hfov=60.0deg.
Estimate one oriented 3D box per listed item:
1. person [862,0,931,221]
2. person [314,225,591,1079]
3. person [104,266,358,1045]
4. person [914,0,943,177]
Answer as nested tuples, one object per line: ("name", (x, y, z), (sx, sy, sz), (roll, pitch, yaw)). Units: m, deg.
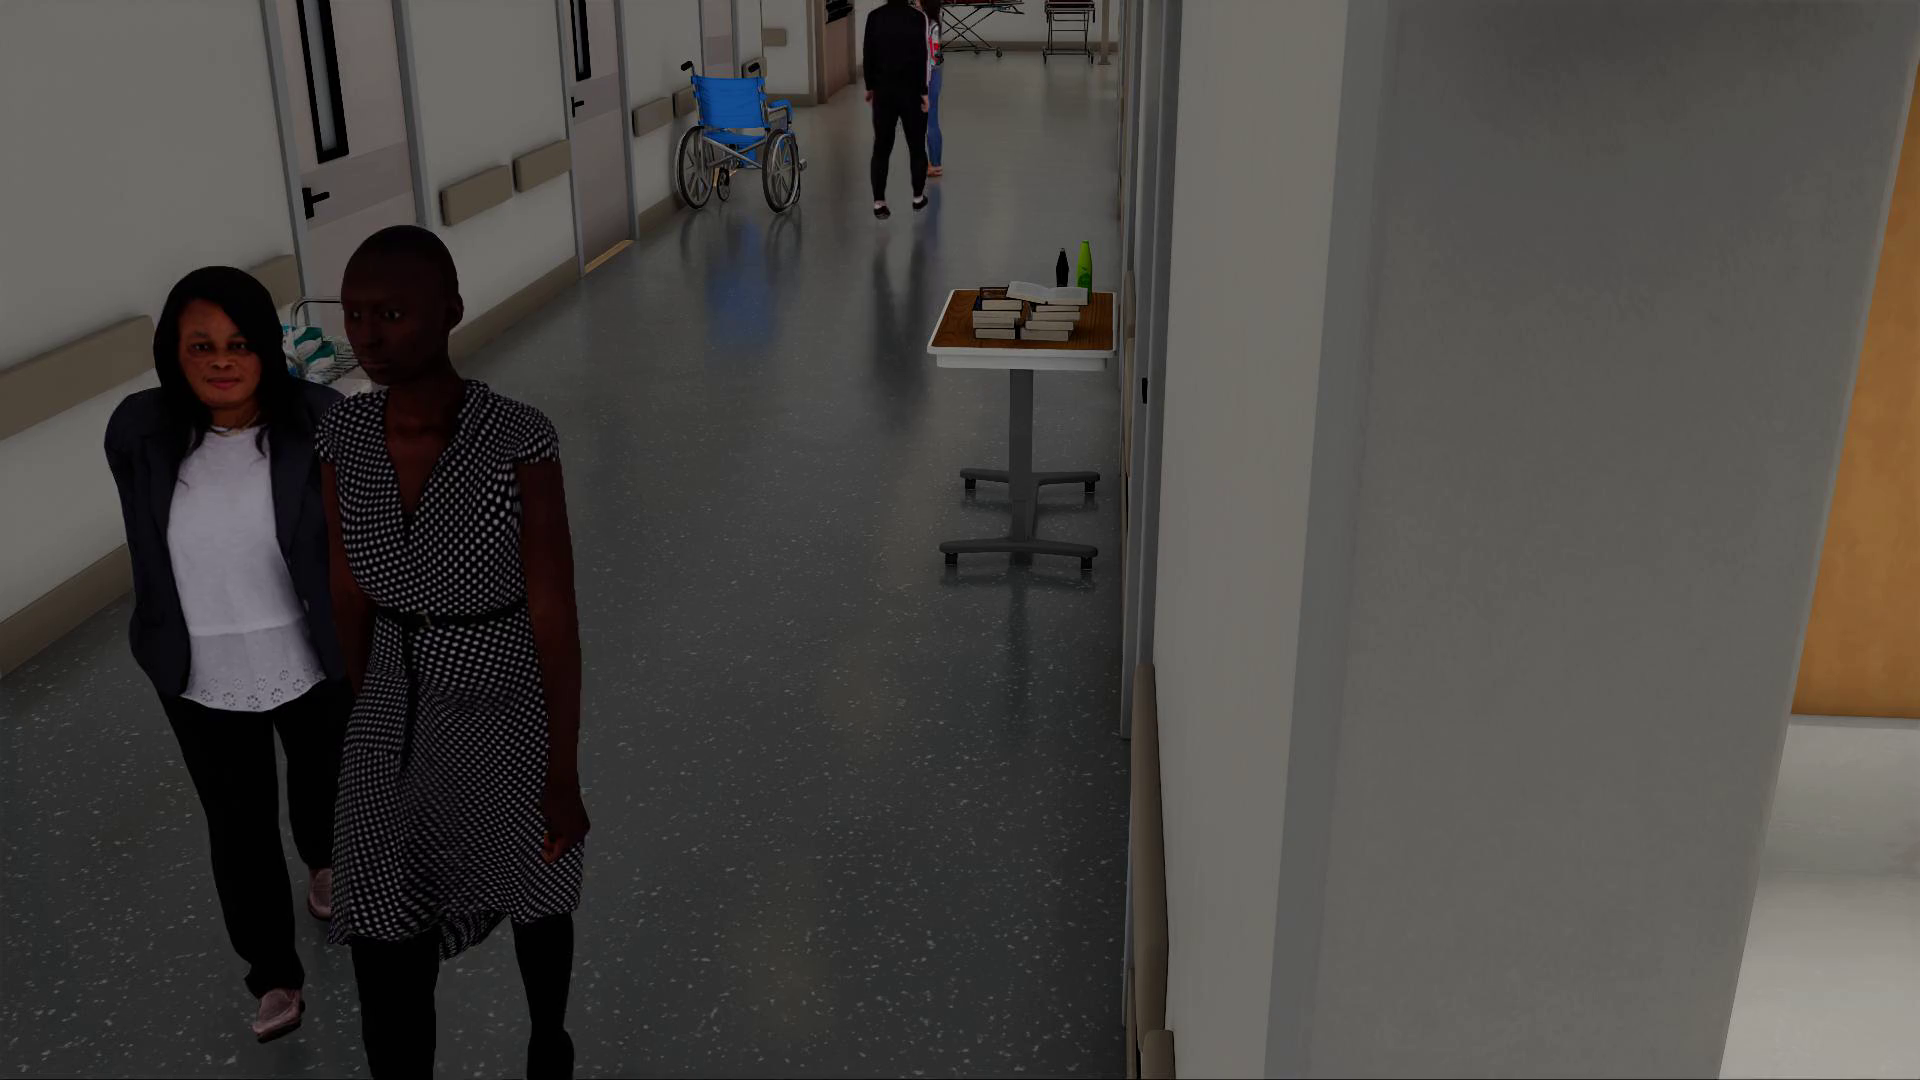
("person", (-0.488, -3.224, 12.269), (0.774, 1.790, 1.235), (4, 21, 11))
("person", (-0.809, 0.335, 2.906), (0.617, 1.766, 0.828), (1, 21, 3))
("person", (-1.474, 0.210, 3.542), (0.964, 1.550, 1.169), (-7, 22, -18))
("person", (-0.273, -4.052, 14.704), (0.666, 1.613, 0.468), (-1, 21, -1))
